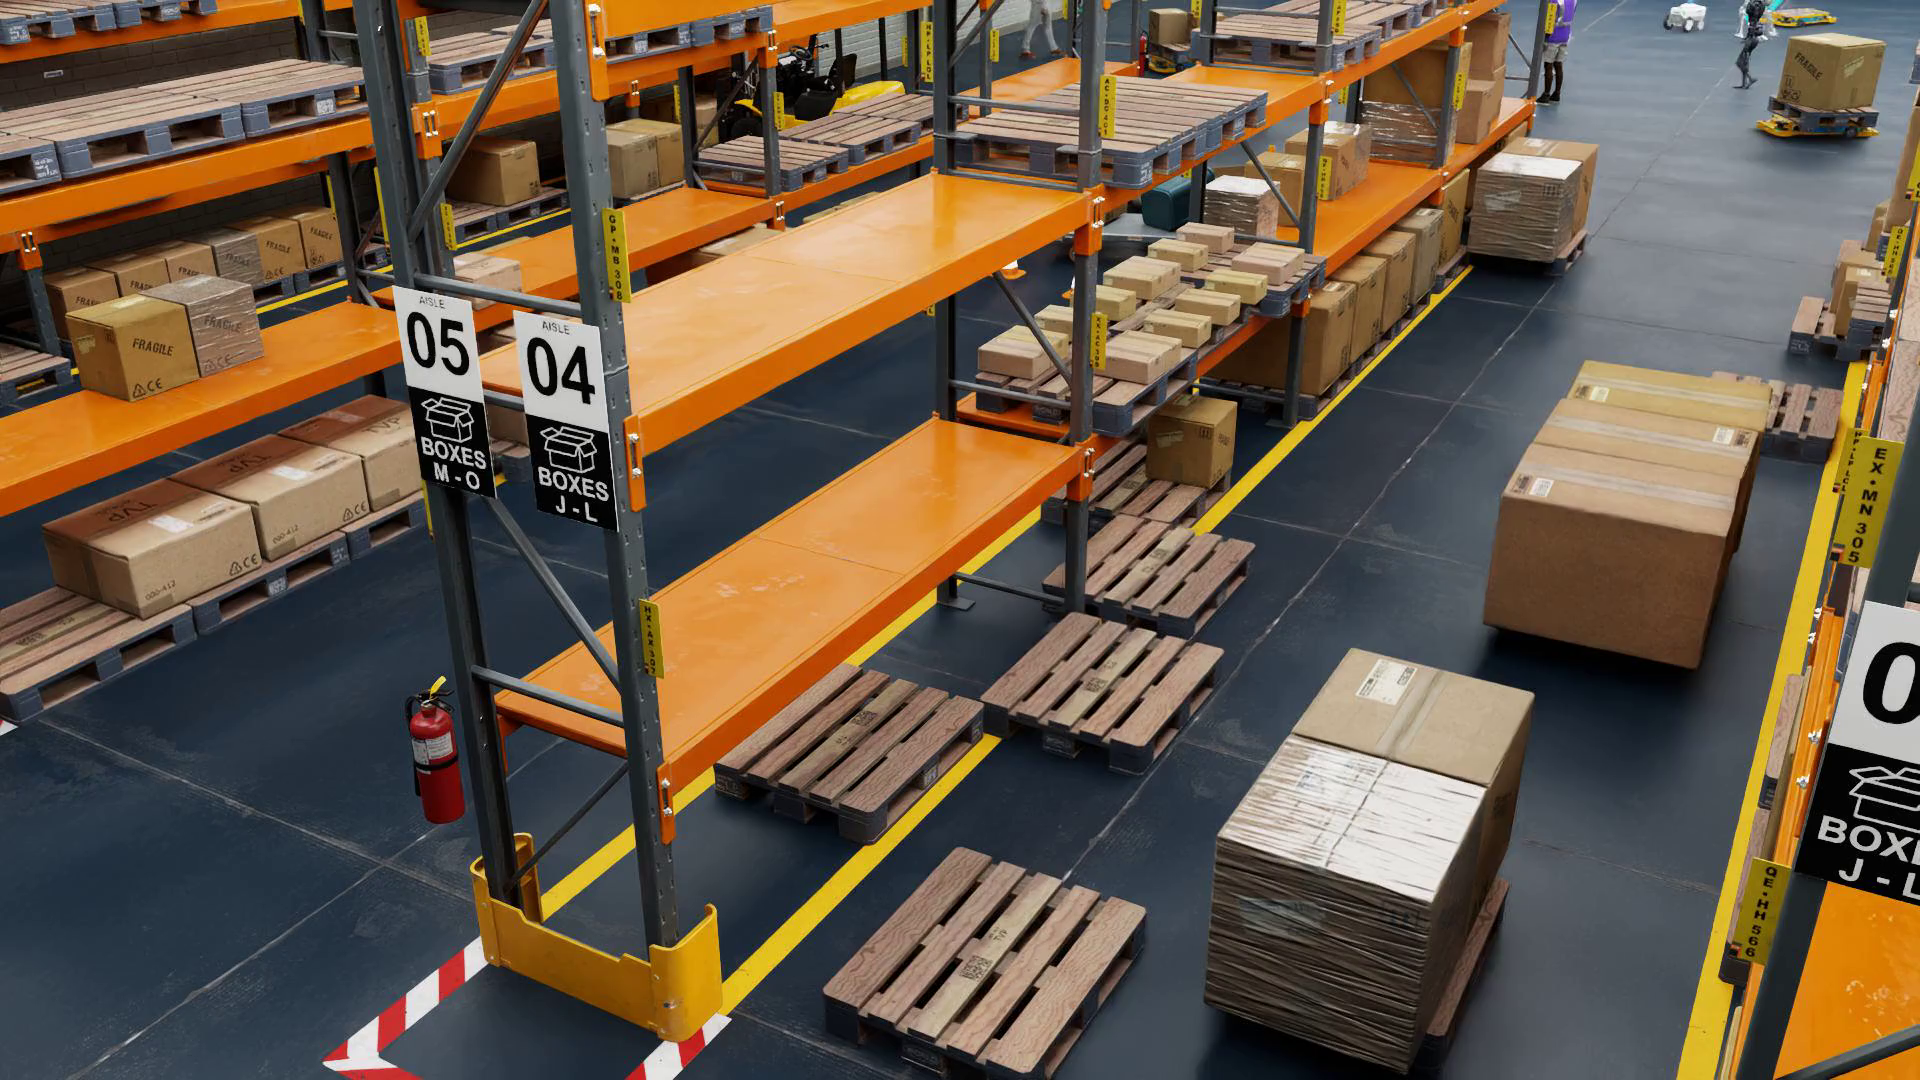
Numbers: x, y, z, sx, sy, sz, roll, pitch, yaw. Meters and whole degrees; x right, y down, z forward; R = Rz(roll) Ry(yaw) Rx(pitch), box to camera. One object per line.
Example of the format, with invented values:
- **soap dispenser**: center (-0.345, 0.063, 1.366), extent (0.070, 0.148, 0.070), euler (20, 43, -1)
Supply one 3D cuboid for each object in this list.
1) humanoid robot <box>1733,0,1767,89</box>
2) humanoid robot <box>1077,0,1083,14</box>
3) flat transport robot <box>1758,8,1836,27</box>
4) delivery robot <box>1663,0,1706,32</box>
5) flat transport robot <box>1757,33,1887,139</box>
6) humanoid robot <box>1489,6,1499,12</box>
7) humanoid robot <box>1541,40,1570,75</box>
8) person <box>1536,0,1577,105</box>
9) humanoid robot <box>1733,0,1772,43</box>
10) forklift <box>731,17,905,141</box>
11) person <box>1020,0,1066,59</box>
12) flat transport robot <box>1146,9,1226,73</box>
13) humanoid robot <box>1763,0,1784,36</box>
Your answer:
- **humanoid robot**: center (12.538, -7.974, 26.285), extent (0.375, 1.642, 0.609), euler (10, 27, 19)
- **humanoid robot**: center (2.344, -9.395, 29.150), extent (0.549, 1.752, 0.780), euler (21, 33, 37)
- **flat transport robot**: center (16.442, -10.247, 32.634), extent (1.431, 0.231, 0.659), euler (-13, 28, -24)
- **delivery robot**: center (13.930, -10.044, 31.905), extent (0.792, 0.614, 0.499), euler (-16, 30, -29)
- **flat transport robot**: center (12.136, -5.869, 23.538), extent (1.431, 0.231, 0.659), euler (0, 26, 0)
- **humanoid robot**: center (7.591, -6.964, 24.200), extent (0.523, 1.645, 0.595), euler (4, 26, 8)
- **humanoid robot**: center (9.802, -8.395, 27.162), extent (0.544, 1.852, 0.725), euler (-13, 28, -24)
- **person**: center (9.027, -7.594, 25.184), extent (0.596, 1.958, 0.371), euler (-21, 33, -36)
- **humanoid robot**: center (14.460, -9.911, 30.265), extent (0.559, 1.736, 1.060), euler (-14, 29, -27)
- **forklift**: center (-1.819, -5.975, 21.543), extent (2.313, 2.155, 1.214), euler (14, 29, 26)
- **person**: center (1.456, -9.329, 28.884), extent (0.871, 1.884, 0.656), euler (0, 26, 1)
- **flat transport robot**: center (3.864, -8.087, 28.146), extent (1.431, 0.231, 0.659), euler (-9, 27, -18)
- **humanoid robot**: center (15.347, -10.340, 31.172), extent (0.661, 1.833, 0.530), euler (5, 26, 10)
